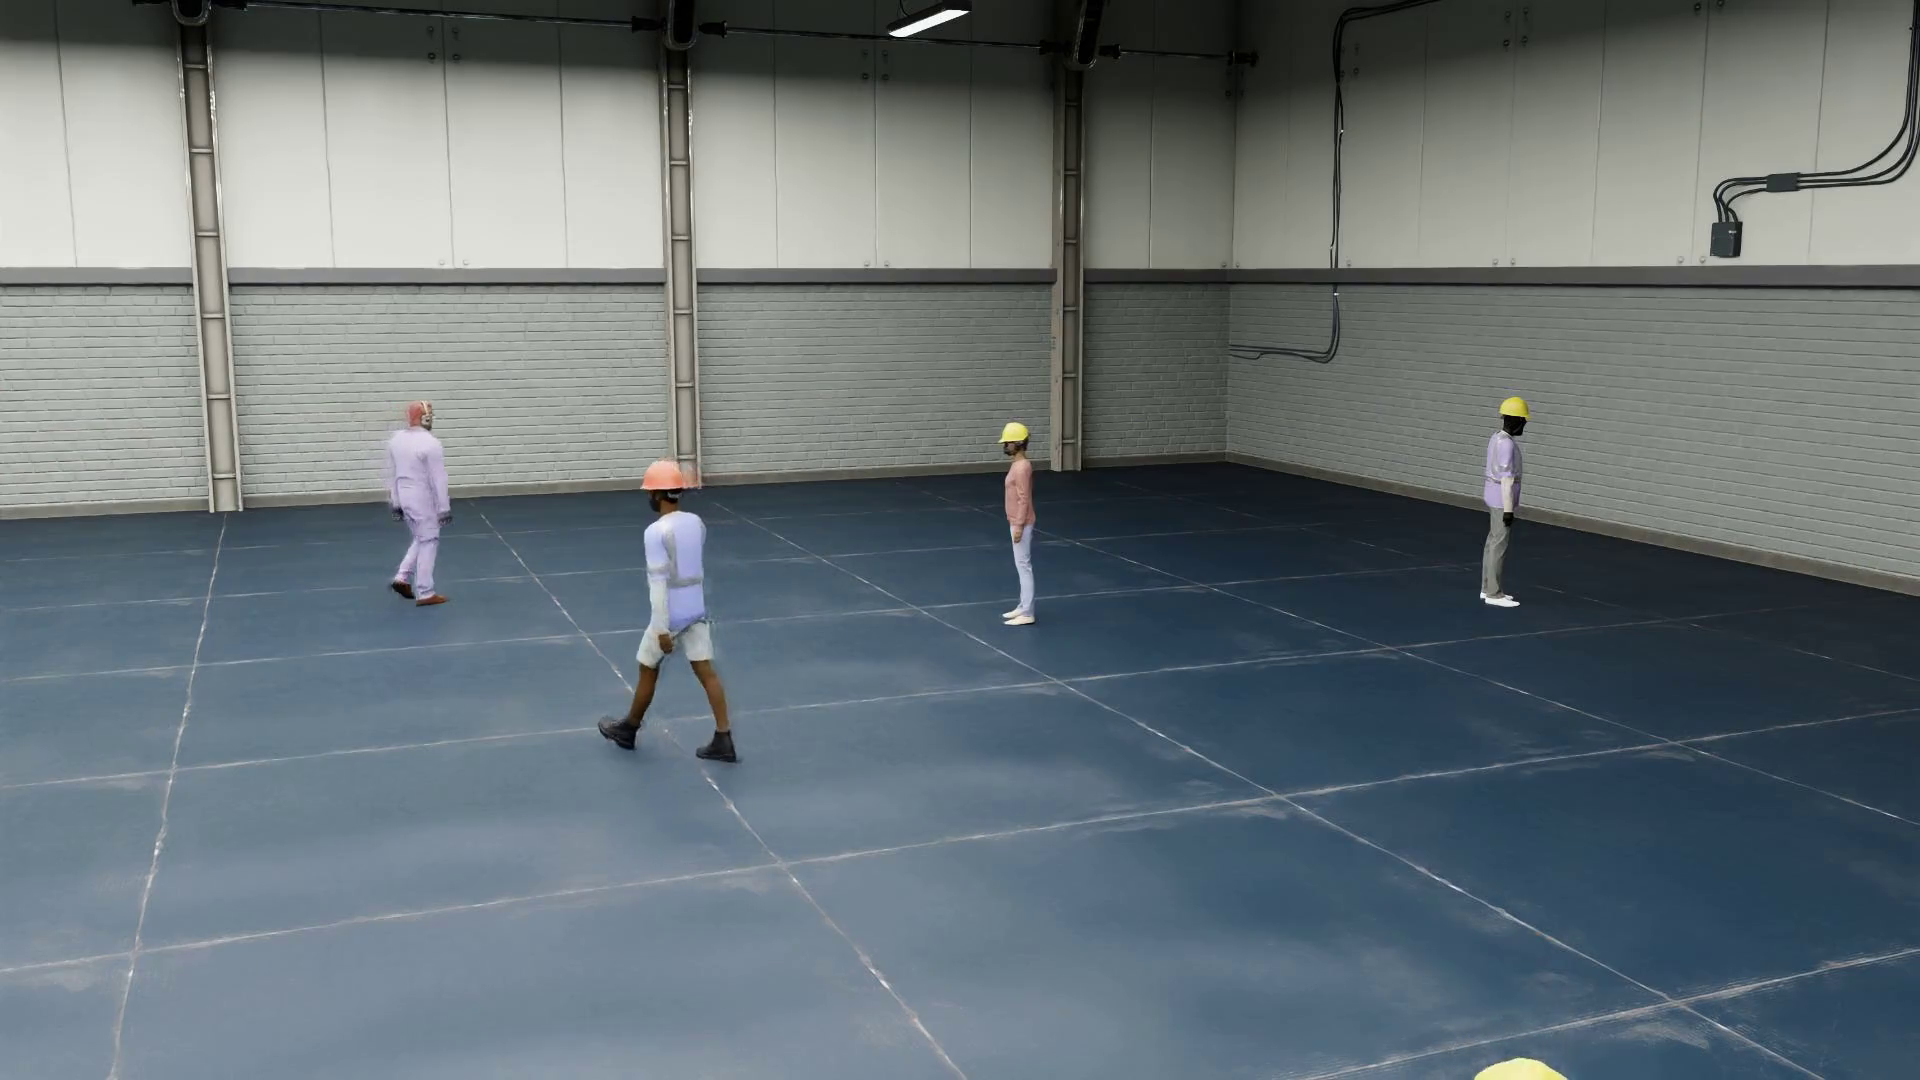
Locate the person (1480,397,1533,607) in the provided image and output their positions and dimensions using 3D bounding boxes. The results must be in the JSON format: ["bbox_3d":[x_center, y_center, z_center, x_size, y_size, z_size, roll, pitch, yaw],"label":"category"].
[{"bbox_3d":[5.024,-0.354,15.305,0.384,1.922,0.593,2,9,9],"label":"person"}]

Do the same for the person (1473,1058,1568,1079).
[{"bbox_3d":[0.918,1.696,2.870,0.608,1.795,0.927,3,10,20],"label":"person"}]

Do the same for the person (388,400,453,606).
[{"bbox_3d":[-4.922,-0.335,15.289,0.642,1.896,0.417,7,11,38],"label":"person"}]

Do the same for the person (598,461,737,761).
[{"bbox_3d":[-1.830,0.443,10.437,1.035,1.879,0.553,6,11,31],"label":"person"}]

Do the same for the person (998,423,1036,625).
[{"bbox_3d":[0.493,-0.139,14.460,0.330,1.765,0.533,0,9,1],"label":"person"}]
